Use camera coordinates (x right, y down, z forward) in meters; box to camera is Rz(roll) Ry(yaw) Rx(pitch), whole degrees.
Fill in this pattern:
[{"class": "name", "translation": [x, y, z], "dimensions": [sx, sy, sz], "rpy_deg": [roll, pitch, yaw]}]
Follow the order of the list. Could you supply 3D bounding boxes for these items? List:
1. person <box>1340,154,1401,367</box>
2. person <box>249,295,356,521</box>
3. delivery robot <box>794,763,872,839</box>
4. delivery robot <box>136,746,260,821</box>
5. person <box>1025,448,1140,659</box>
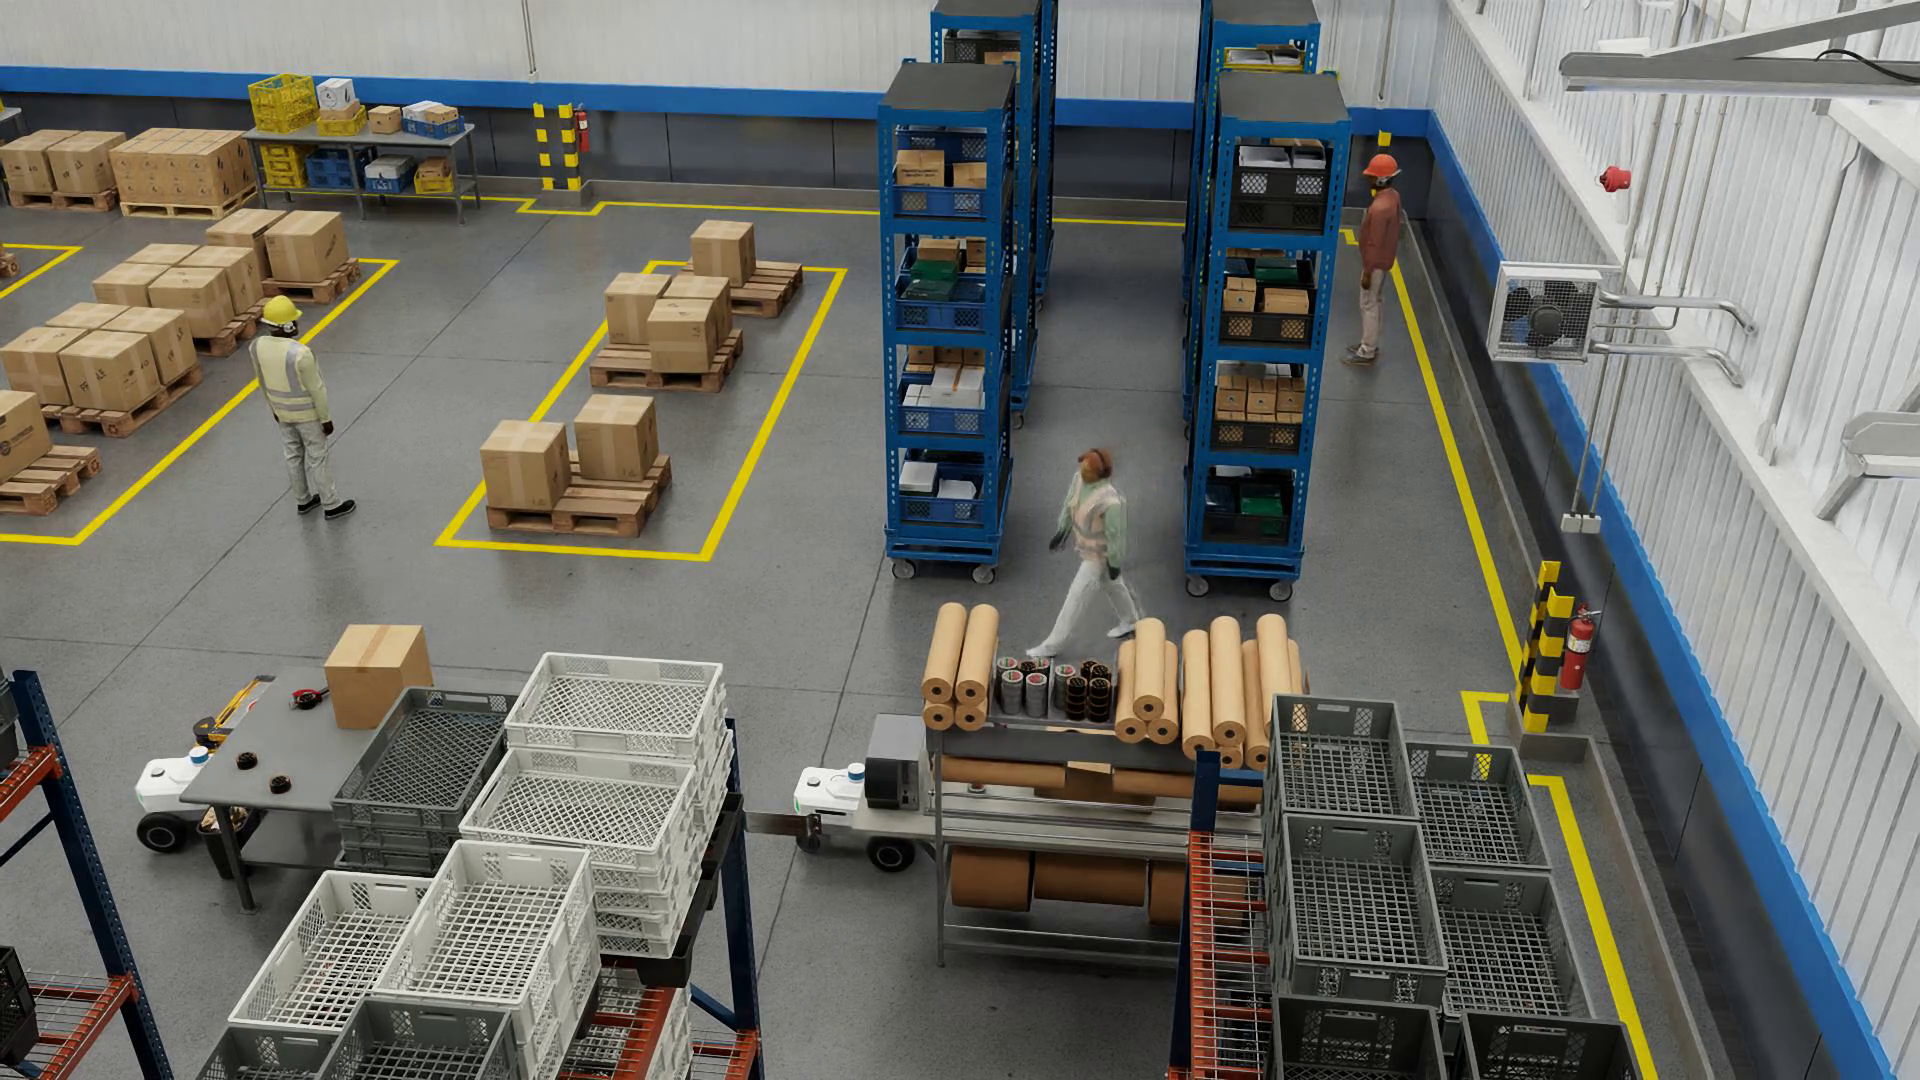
[{"class": "person", "translation": [3.833, -2.594, 15.414], "dimensions": [0.397, 1.988, 0.608], "rpy_deg": [13, 33, 21]}, {"class": "person", "translation": [-5.092, -1.016, 12.850], "dimensions": [0.595, 1.832, 0.404], "rpy_deg": [12, 32, 19]}, {"class": "delivery robot", "translation": [-0.597, 1.516, 9.672], "dimensions": [0.707, 0.478, 0.477], "rpy_deg": [5, 31, 8]}, {"class": "delivery robot", "translation": [-4.434, 1.438, 9.806], "dimensions": [0.707, 0.478, 0.477], "rpy_deg": [-3, 30, -5]}, {"class": "person", "translation": [0.896, 0.068, 11.229], "dimensions": [0.911, 1.585, 0.515], "rpy_deg": [-9, 31, -15]}]
